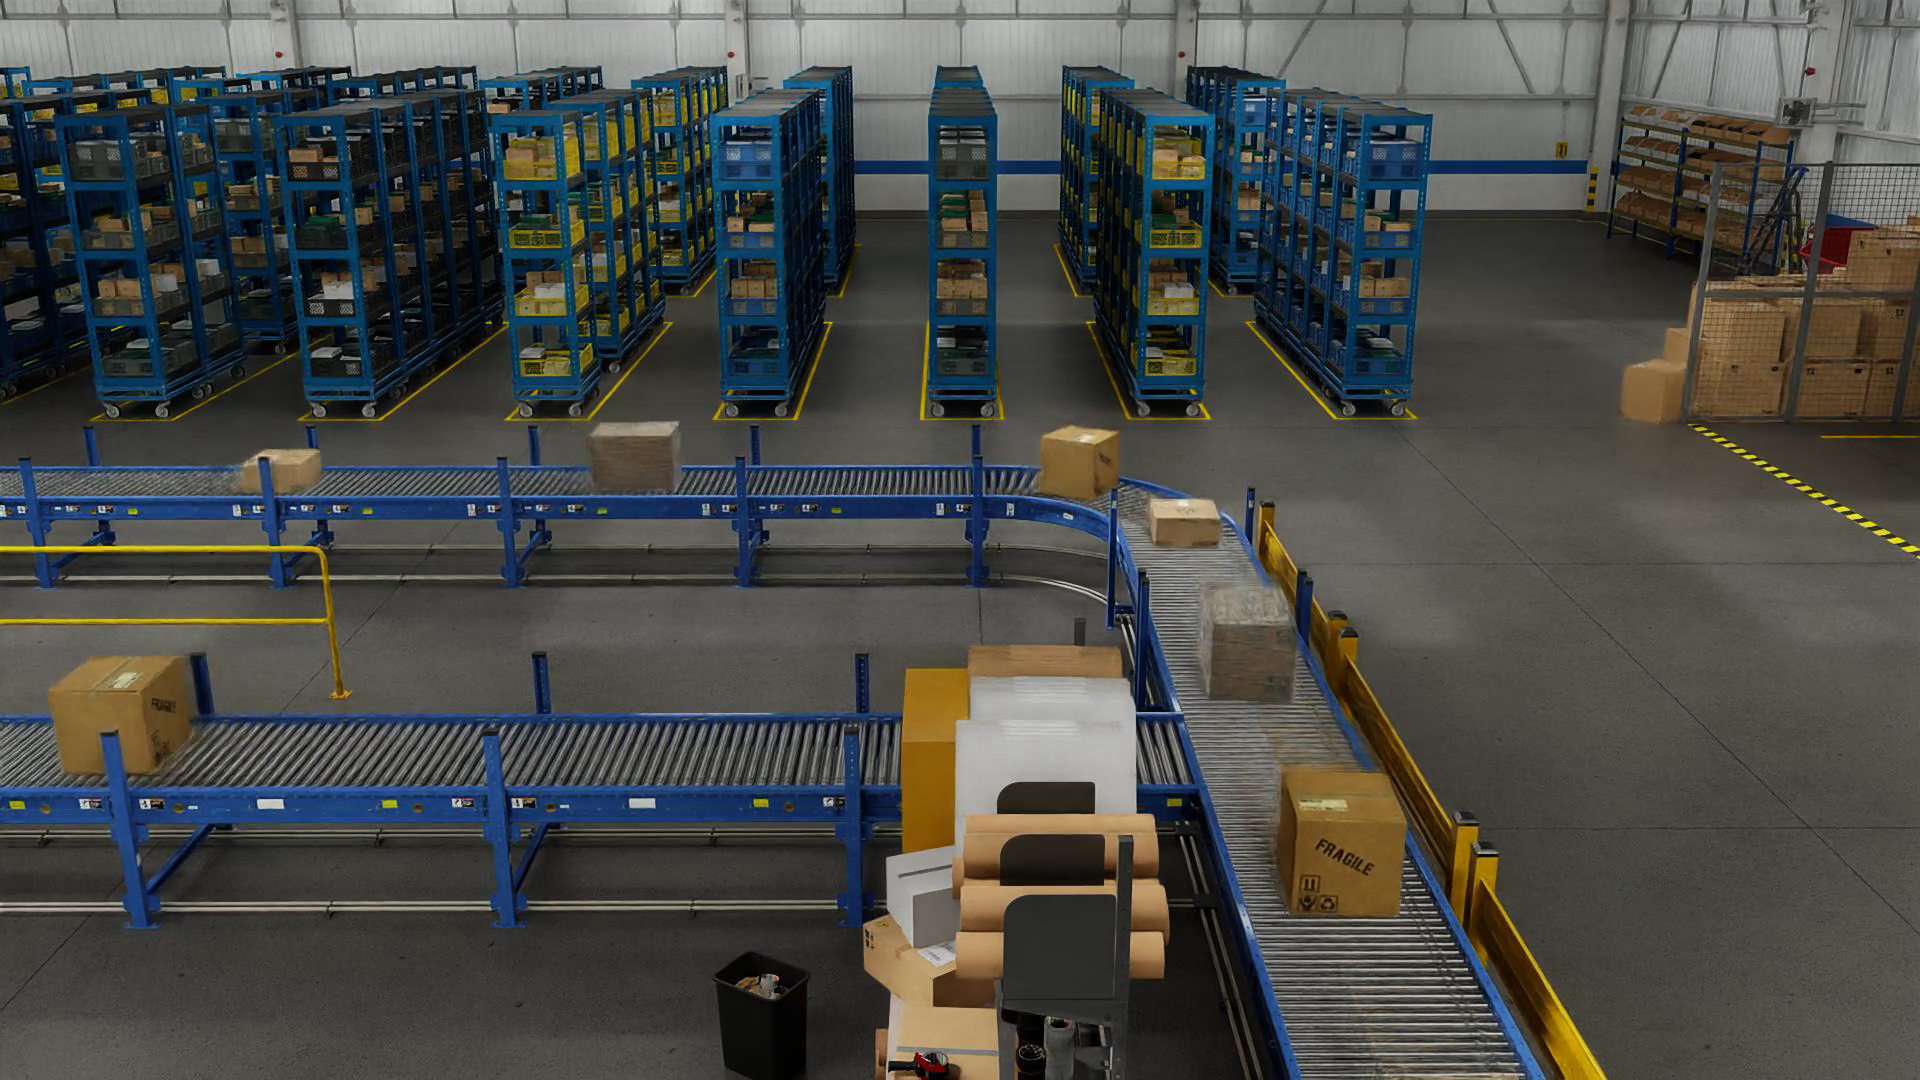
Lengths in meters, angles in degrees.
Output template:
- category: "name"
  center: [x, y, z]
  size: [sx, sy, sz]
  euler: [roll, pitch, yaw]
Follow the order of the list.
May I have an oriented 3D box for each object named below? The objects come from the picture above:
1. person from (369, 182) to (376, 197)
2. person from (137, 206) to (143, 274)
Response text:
- category: "person"
  center: [-12.755, -7.585, 36.008]
  size: [0.390, 1.849, 0.565]
  euler: [16, 24, 40]
- category: "person"
  center: [-13.008, -4.357, 25.903]
  size: [0.881, 1.957, 0.613]
  euler: [-9, 20, -25]
